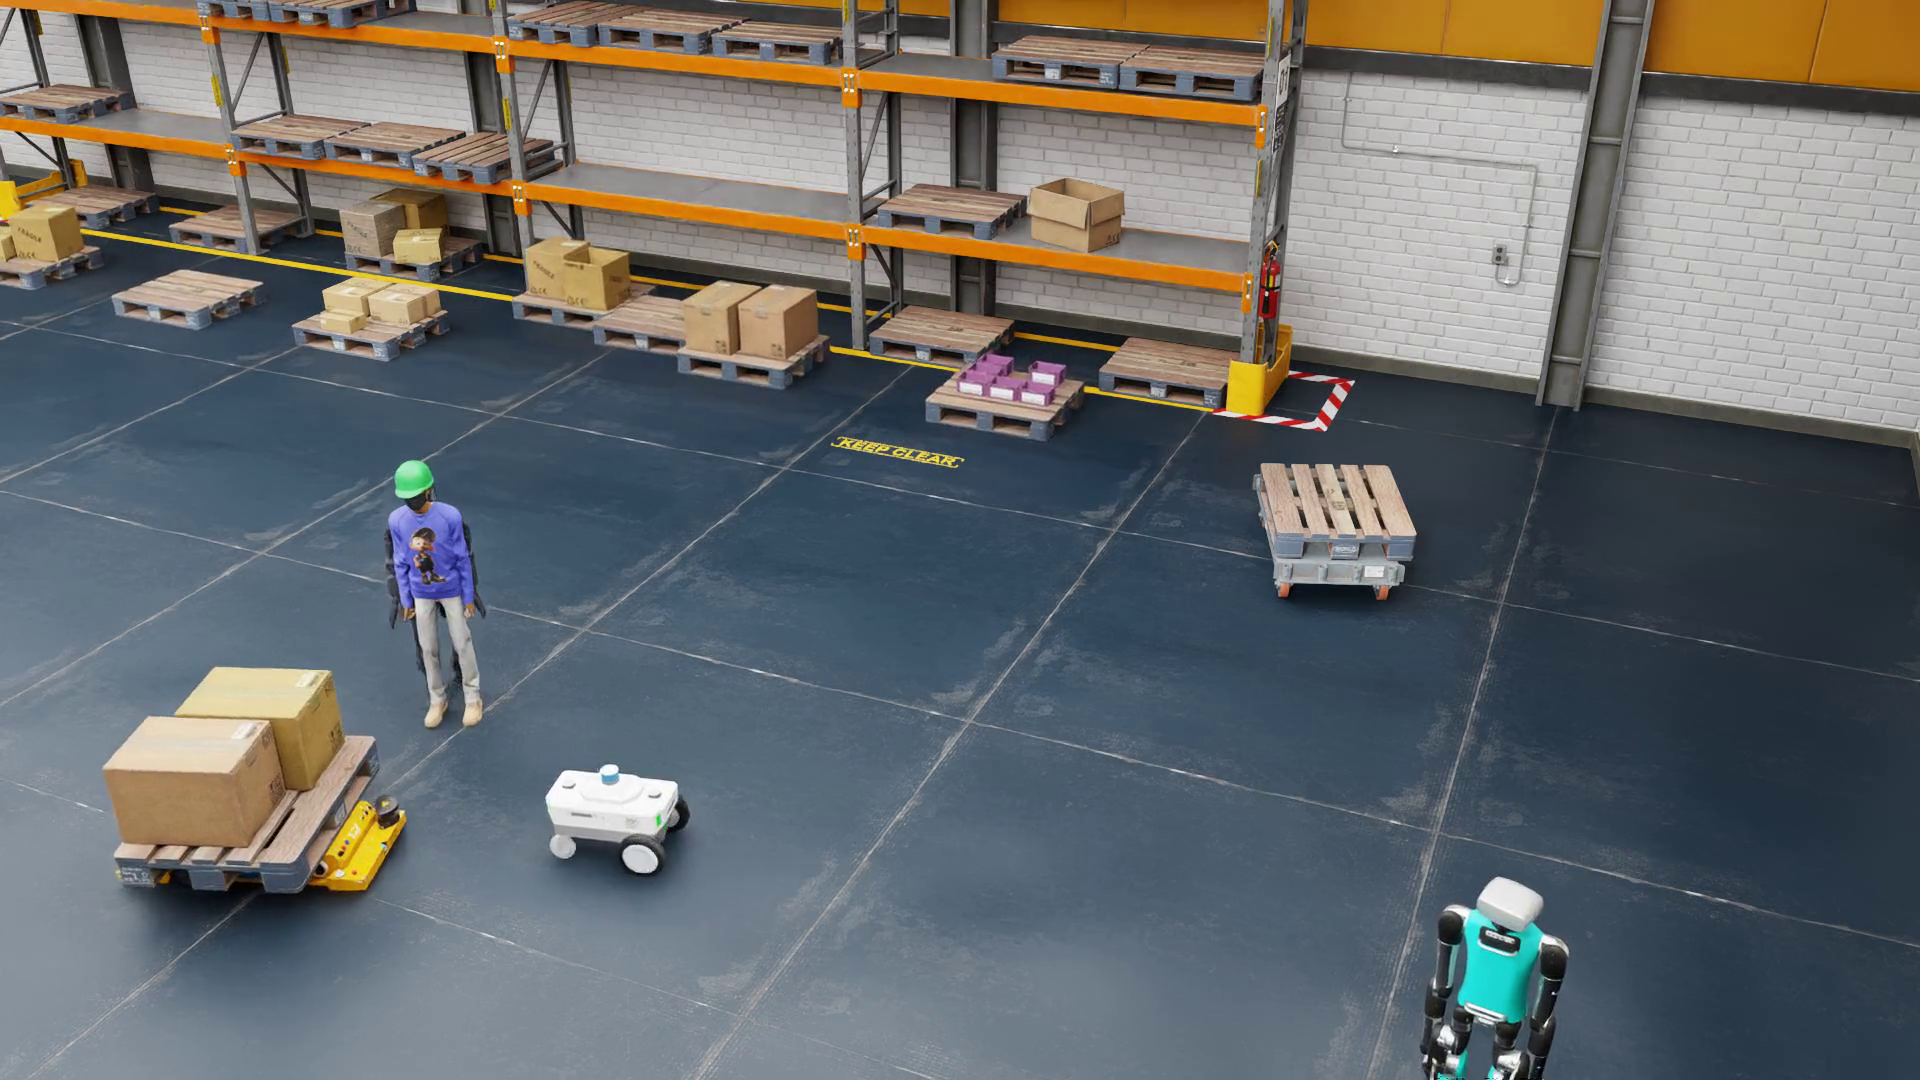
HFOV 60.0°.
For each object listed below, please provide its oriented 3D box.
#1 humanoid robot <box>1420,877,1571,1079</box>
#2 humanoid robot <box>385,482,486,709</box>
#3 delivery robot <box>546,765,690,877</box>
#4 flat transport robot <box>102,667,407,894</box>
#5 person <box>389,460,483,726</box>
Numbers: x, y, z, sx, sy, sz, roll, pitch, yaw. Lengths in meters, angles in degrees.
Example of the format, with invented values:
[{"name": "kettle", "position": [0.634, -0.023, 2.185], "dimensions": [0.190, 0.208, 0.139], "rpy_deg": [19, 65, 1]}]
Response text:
[{"name": "humanoid robot", "position": [2.081, 2.318, 6.889], "dimensions": [0.533, 1.772, 1.014], "rpy_deg": [16, 31, 28]}, {"name": "humanoid robot", "position": [-3.401, 0.340, 10.747], "dimensions": [0.602, 1.644, 0.316], "rpy_deg": [-8, 28, -15]}, {"name": "delivery robot", "position": [-1.987, 1.555, 9.570], "dimensions": [0.738, 0.563, 0.499], "rpy_deg": [5, 28, 9]}, {"name": "flat transport robot", "position": [-4.015, 1.726, 9.585], "dimensions": [1.431, 0.231, 0.659], "rpy_deg": [2, 27, 3]}, {"name": "person", "position": [-3.318, 0.340, 10.539], "dimensions": [0.470, 1.867, 0.370], "rpy_deg": [-2, 27, -4]}]
